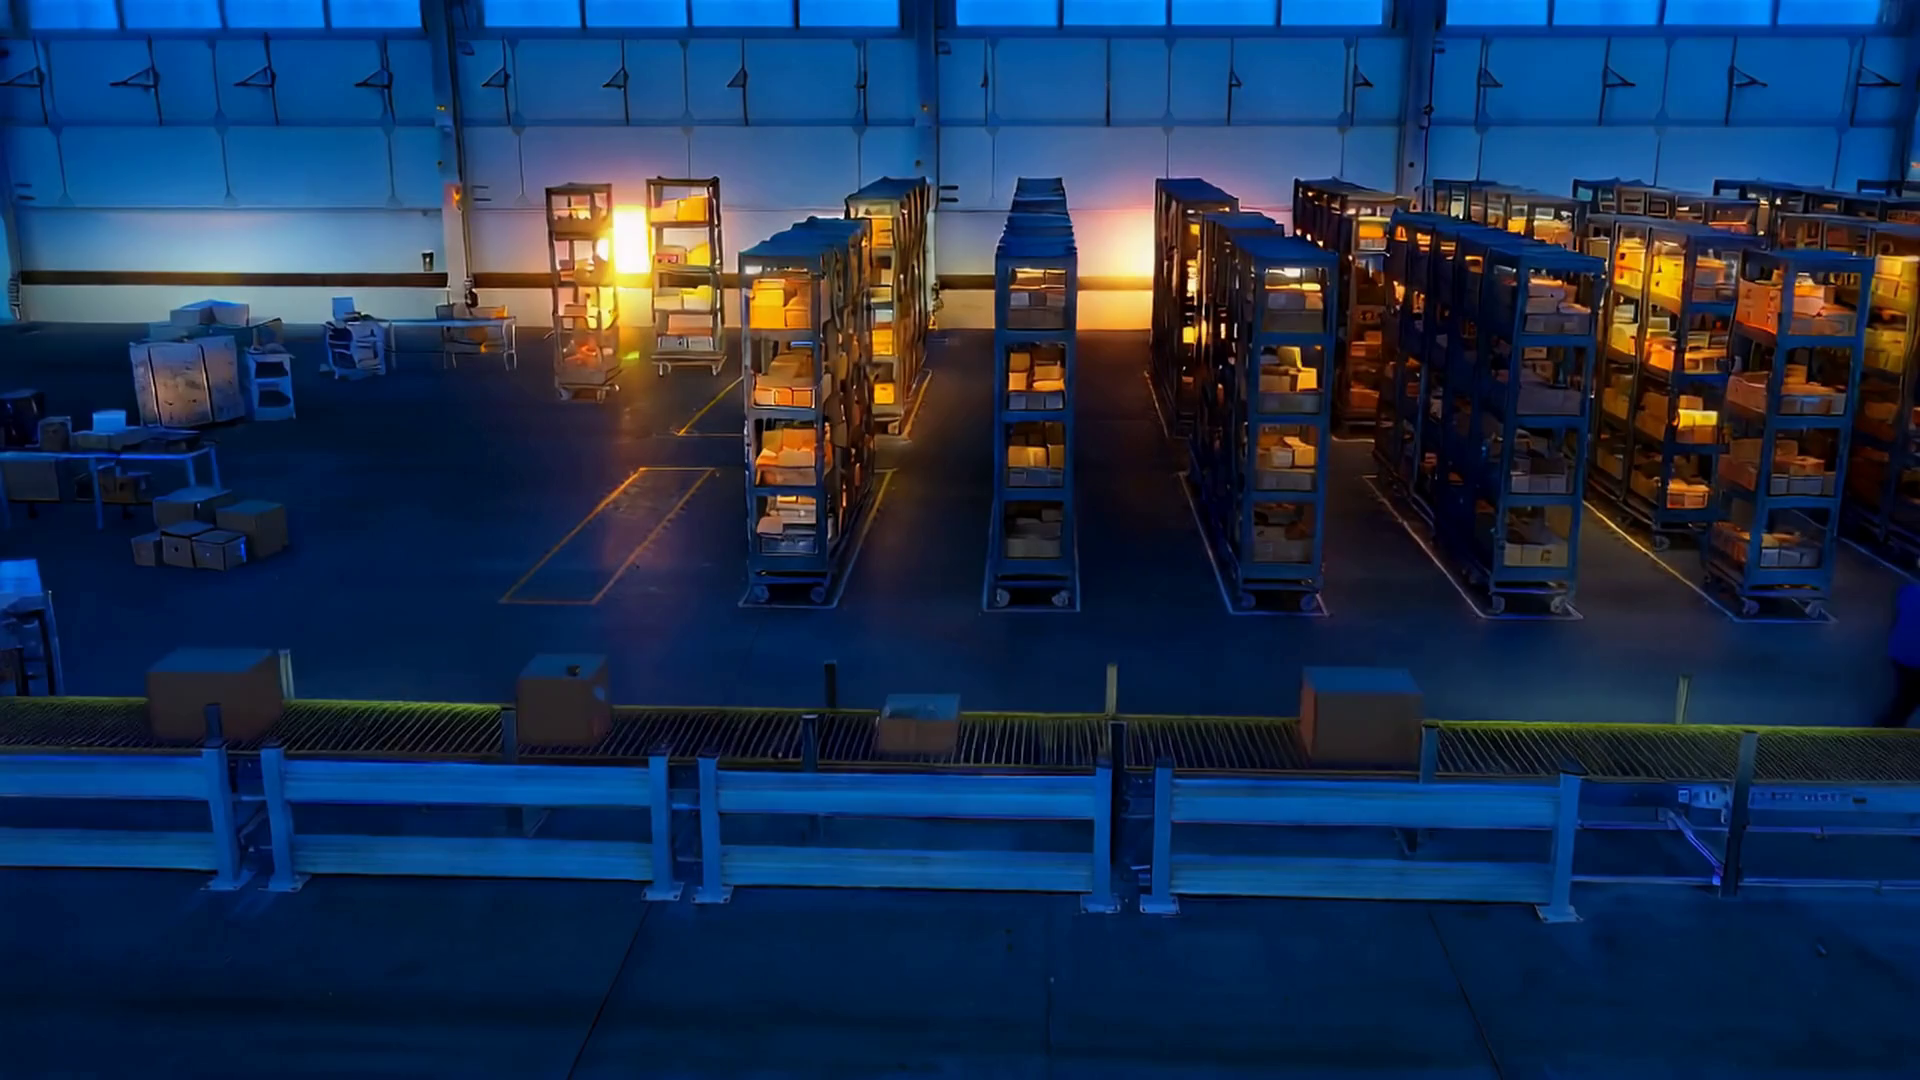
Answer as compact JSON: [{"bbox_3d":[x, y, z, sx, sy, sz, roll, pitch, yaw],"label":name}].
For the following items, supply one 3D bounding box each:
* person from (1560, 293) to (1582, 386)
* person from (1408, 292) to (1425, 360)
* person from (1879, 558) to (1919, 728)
[{"bbox_3d":[9.960,-3.090,27.261,0.411,1.987,0.607,-3,15,-11],"label":"person"},{"bbox_3d":[9.019,-4.421,32.507,0.469,1.823,0.564,-2,15,-6],"label":"person"},{"bbox_3d":[7.319,0.936,12.756,0.394,1.754,0.529,2,15,6],"label":"person"}]
